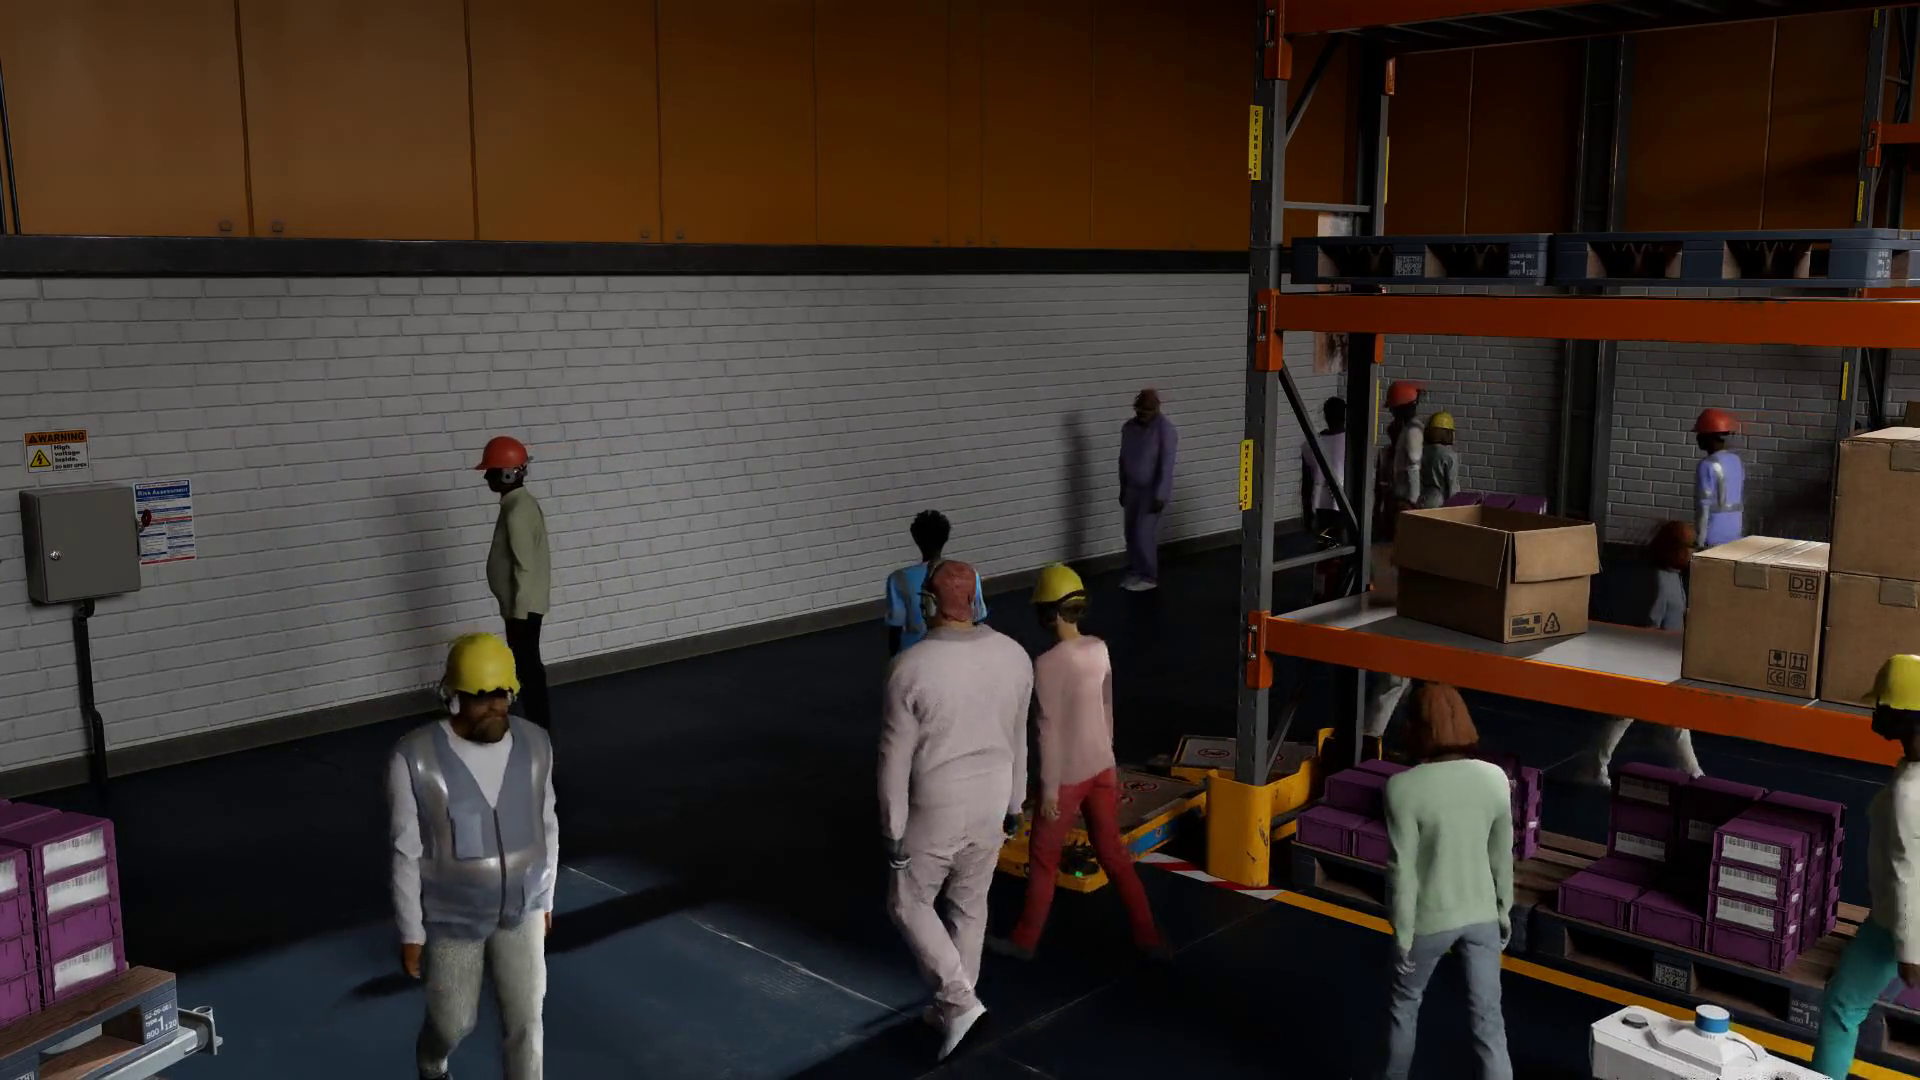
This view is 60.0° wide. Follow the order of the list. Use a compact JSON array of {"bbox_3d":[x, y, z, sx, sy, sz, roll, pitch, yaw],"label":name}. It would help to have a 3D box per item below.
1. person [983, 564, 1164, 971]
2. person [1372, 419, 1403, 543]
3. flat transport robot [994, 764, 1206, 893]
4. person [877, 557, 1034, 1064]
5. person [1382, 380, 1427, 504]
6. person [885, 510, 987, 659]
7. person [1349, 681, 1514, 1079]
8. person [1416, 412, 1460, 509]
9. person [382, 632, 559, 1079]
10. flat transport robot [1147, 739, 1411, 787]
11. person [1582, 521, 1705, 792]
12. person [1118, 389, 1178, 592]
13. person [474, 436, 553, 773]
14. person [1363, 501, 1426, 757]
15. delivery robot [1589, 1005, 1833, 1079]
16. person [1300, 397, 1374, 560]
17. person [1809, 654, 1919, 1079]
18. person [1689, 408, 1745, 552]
[{"bbox_3d":[0.507,0.972,6.954,0.762,1.739,0.588,7,12,36],"label":"person"},{"bbox_3d":[3.937,-0.289,14.952,0.339,1.624,0.555,-5,10,-27],"label":"person"},{"bbox_3d":[0.742,1.439,8.501,0.652,0.197,1.431,7,11,35],"label":"flat transport robot"},{"bbox_3d":[-0.002,1.011,6.187,0.664,1.891,0.546,-6,11,-31],"label":"person"},{"bbox_3d":[3.995,-0.390,14.427,0.708,2.001,0.677,3,10,19],"label":"person"},{"bbox_3d":[-0.123,0.653,9.070,0.544,1.648,0.848,1,9,5],"label":"person"},{"bbox_3d":[1.634,1.272,5.541,0.521,1.576,0.726,-3,10,-16],"label":"person"},{"bbox_3d":[4.075,-0.232,14.272,0.322,1.735,0.487,-7,11,-36],"label":"person"},{"bbox_3d":[-1.596,1.168,5.459,0.593,1.810,0.731,-7,11,-36],"label":"person"},{"bbox_3d":[1.787,1.306,9.313,1.431,0.197,0.652,2,10,13],"label":"flat transport robot"},{"bbox_3d":[3.875,0.678,9.144,0.848,1.583,0.508,4,10,25],"label":"person"},{"bbox_3d":[1.682,-0.443,15.184,0.426,1.870,0.654,-7,12,-38],"label":"person"},{"bbox_3d":[-2.583,0.387,9.689,0.402,1.990,0.622,-2,10,-13],"label":"person"},{"bbox_3d":[2.601,0.569,9.784,0.829,1.600,0.514,-5,10,-26],"label":"person"},{"bbox_3d":[2.428,1.756,5.401,0.477,0.478,0.707,-7,12,-37],"label":"delivery robot"},{"bbox_3d":[3.110,-0.243,13.882,0.638,1.886,0.685,7,12,37],"label":"person"},{"bbox_3d":[3.133,1.221,5.396,0.532,1.724,0.899,-9,13,-43],"label":"person"},{"bbox_3d":[5.826,-0.038,12.600,0.552,1.907,0.886,-7,12,-38],"label":"person"}]
